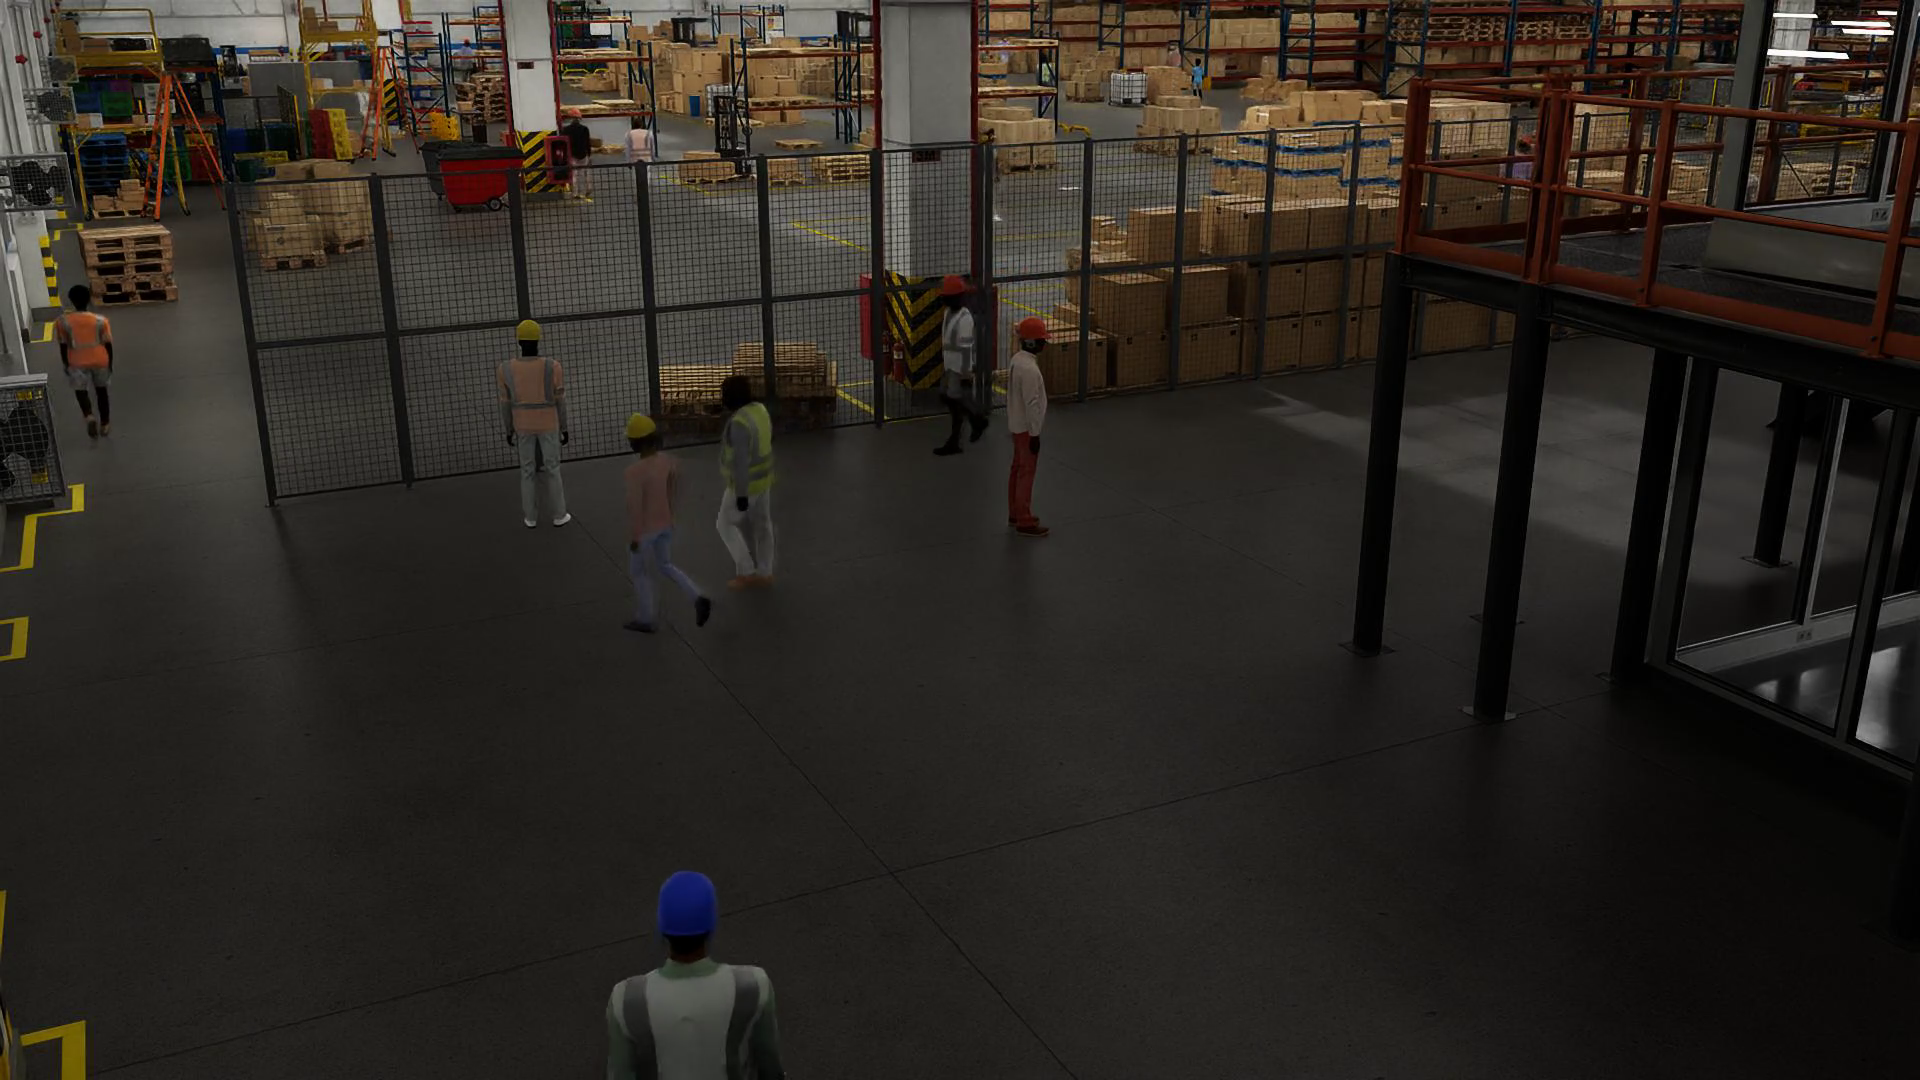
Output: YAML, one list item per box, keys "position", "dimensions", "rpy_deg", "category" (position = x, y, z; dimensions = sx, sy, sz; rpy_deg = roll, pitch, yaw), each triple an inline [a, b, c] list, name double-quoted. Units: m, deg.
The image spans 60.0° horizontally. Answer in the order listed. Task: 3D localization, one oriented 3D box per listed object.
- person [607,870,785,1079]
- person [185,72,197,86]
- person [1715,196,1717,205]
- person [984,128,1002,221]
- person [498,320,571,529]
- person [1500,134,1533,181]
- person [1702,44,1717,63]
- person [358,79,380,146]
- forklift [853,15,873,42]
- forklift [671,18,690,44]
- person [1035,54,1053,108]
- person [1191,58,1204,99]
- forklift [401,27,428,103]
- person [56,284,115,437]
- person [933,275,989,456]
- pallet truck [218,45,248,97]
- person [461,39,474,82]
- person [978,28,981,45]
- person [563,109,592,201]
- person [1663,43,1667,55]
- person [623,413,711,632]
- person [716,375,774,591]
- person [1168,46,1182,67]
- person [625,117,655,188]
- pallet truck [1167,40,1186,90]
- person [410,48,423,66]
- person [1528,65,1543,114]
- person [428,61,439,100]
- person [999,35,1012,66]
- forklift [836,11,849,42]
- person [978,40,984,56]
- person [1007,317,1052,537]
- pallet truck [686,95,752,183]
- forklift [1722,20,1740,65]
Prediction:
- position: [-0.961, 2.058, 6.151]
  dimensions: [0.634, 1.914, 0.803]
  rpy_deg: [-3, 19, -9]
  category: "person"
- position: [-28.742, -17.116, 62.168]
  dimensions: [0.414, 1.623, 0.533]
  rpy_deg: [4, 20, 12]
  category: "person"
- position: [13.029, -5.485, 28.001]
  dimensions: [0.627, 1.934, 0.370]
  rpy_deg: [8, 21, 23]
  category: "person"
- position: [0.563, -7.455, 33.854]
  dimensions: [0.521, 1.847, 0.841]
  rpy_deg: [-17, 25, -41]
  category: "person"
- position: [-3.861, -1.047, 15.146]
  dimensions: [0.585, 1.928, 0.365]
  rpy_deg: [-2, 19, -7]
  category: "person"
- position: [10.268, -6.481, 30.761]
  dimensions: [0.754, 2.013, 0.512]
  rpy_deg: [12, 22, 31]
  category: "person"
- position: [31.442, -19.870, 69.826]
  dimensions: [0.667, 1.853, 1.017]
  rpy_deg: [0, 19, 1]
  category: "person"
- position: [-17.024, -12.252, 47.714]
  dimensions: [0.565, 1.869, 0.584]
  rpy_deg: [6, 20, 17]
  category: "person"
- position: [-4.350, -22.471, 75.809]
  dimensions: [1.129, 2.768, 1.873]
  rpy_deg: [-10, 21, -26]
  category: "forklift"
- position: [-12.062, -21.173, 72.047]
  dimensions: [1.873, 2.768, 1.129]
  rpy_deg: [-17, 25, -40]
  category: "forklift"
- position: [3.070, -16.753, 60.722]
  dimensions: [0.632, 1.893, 0.708]
  rpy_deg: [1, 19, 3]
  category: "person"
- position: [8.807, -16.995, 61.723]
  dimensions: [0.534, 1.697, 0.318]
  rpy_deg: [-10, 21, -26]
  category: "person"
- position: [-20.775, -17.590, 61.662]
  dimensions: [1.873, 2.768, 1.129]
  rpy_deg: [-9, 21, -25]
  category: "forklift"
- position: [-9.445, -1.923, 18.041]
  dimensions: [0.550, 1.683, 0.475]
  rpy_deg: [-10, 21, -27]
  category: "person"
- position: [0.007, -1.836, 17.435]
  dimensions: [0.574, 1.921, 0.572]
  rpy_deg: [-7, 20, -20]
  category: "person"
- position: [-28.879, -18.665, 66.111]
  dimensions: [0.823, 1.965, 1.885]
  rpy_deg: [-3, 19, -9]
  category: "pallet truck"
- position: [-21.762, -21.191, 73.576]
  dimensions: [0.421, 1.900, 0.604]
  rpy_deg: [8, 20, 21]
  category: "person"
- position: [0.829, -24.862, 84.122]
  dimensions: [0.866, 1.968, 0.621]
  rpy_deg: [-11, 22, -30]
  category: "person"
- position: [-8.449, -8.532, 36.819]
  dimensions: [0.642, 1.937, 1.008]
  rpy_deg: [0, 19, 1]
  category: "person"
- position: [31.458, -21.237, 73.942]
  dimensions: [0.526, 1.748, 0.691]
  rpy_deg: [-7, 20, -19]
  category: "person"
- position: [-2.290, -0.103, 12.691]
  dimensions: [0.642, 1.750, 0.529]
  rpy_deg: [9, 21, 24]
  category: "person"
- position: [-1.757, -0.464, 13.617]
  dimensions: [0.489, 1.824, 0.657]
  rpy_deg: [6, 20, 16]
  category: "person"
- position: [8.648, -18.904, 66.957]
  dimensions: [0.659, 1.893, 0.620]
  rpy_deg: [-10, 21, -26]
  category: "person"
- position: [-7.004, -8.349, 36.481]
  dimensions: [0.626, 1.822, 0.793]
  rpy_deg: [-1, 19, -2]
  category: "person"
- position: [9.045, -19.971, 69.895]
  dimensions: [0.823, 1.965, 1.885]
  rpy_deg: [-3, 19, -8]
  category: "pallet truck"
- position: [-21.371, -18.480, 65.691]
  dimensions: [0.641, 1.918, 0.675]
  rpy_deg: [-15, 24, -37]
  category: "person"
- position: [20.181, -15.754, 58.138]
  dimensions: [0.456, 1.683, 0.554]
  rpy_deg: [-17, 25, -40]
  category: "person"
- position: [-18.927, -16.281, 59.588]
  dimensions: [0.504, 1.728, 0.402]
  rpy_deg: [14, 23, 35]
  category: "person"
- position: [2.104, -22.771, 78.162]
  dimensions: [0.641, 1.911, 0.910]
  rpy_deg: [-6, 20, -17]
  category: "person"
- position: [-5.867, -25.020, 83.198]
  dimensions: [1.873, 2.768, 1.129]
  rpy_deg: [-9, 21, -25]
  category: "forklift"
- position: [0.920, -22.787, 78.631]
  dimensions: [0.413, 1.627, 0.650]
  rpy_deg: [11, 22, 28]
  category: "person"
- position: [0.620, -1.026, 14.980]
  dimensions: [0.391, 1.992, 0.623]
  rpy_deg: [-4, 19, -10]
  category: "person"
- position: [-5.836, -9.608, 39.856]
  dimensions: [0.823, 1.965, 1.885]
  rpy_deg: [10, 22, 27]
  category: "pallet truck"
- position: [31.844, -20.093, 68.917]
  dimensions: [1.873, 2.768, 1.129]
  rpy_deg: [10, 22, 27]
  category: "forklift"
